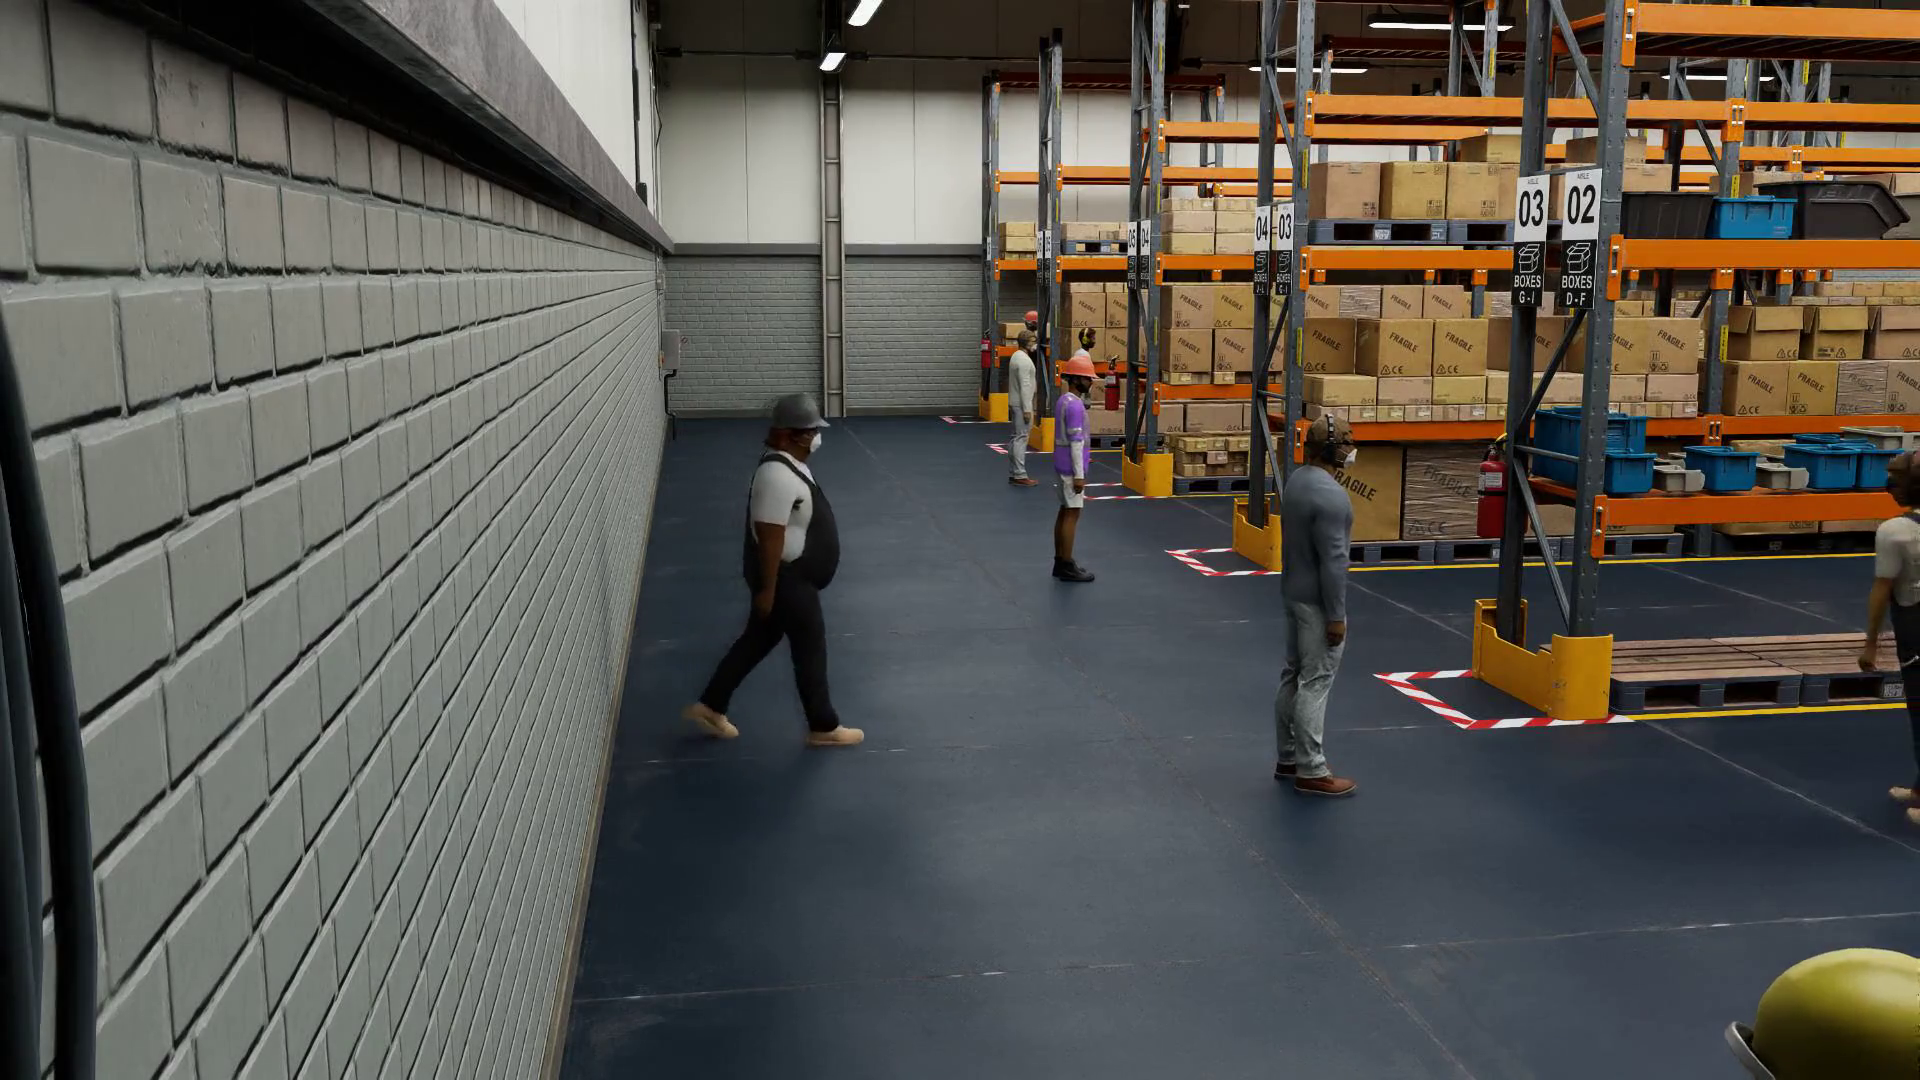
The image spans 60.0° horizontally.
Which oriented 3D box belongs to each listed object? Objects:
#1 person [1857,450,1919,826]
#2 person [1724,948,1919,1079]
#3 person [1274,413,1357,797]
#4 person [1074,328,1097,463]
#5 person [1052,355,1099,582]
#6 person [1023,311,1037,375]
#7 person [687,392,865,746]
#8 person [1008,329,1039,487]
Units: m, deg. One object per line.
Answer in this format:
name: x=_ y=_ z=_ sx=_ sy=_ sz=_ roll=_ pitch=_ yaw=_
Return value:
person: x=4.577 y=0.478 z=7.916 sx=0.551 sy=1.806 sz=0.587 roll=-3 pitch=10 yaw=-17
person: x=1.071 y=1.402 z=2.148 sx=0.403 sy=1.828 sz=0.595 roll=-1 pitch=9 yaw=-7
person: x=1.813 y=0.324 z=8.466 sx=0.362 sy=1.938 sz=0.631 roll=-1 pitch=9 yaw=-7
person: x=1.717 y=-1.991 z=22.970 sx=0.319 sy=1.865 sz=0.521 roll=-1 pitch=9 yaw=-7
person: x=0.990 y=-0.613 z=14.256 sx=0.374 sy=1.934 sz=0.549 roll=-1 pitch=9 yaw=-7
person: x=1.154 y=-2.770 z=27.381 sx=0.393 sy=1.990 sz=0.616 roll=-1 pitch=9 yaw=-7
person: x=-1.067 y=0.139 z=9.290 sx=0.964 sy=2.000 sz=0.686 roll=-1 pitch=9 yaw=-7
person: x=0.773 y=-1.629 z=20.514 sx=0.362 sy=1.936 sz=0.631 roll=-1 pitch=9 yaw=-7
